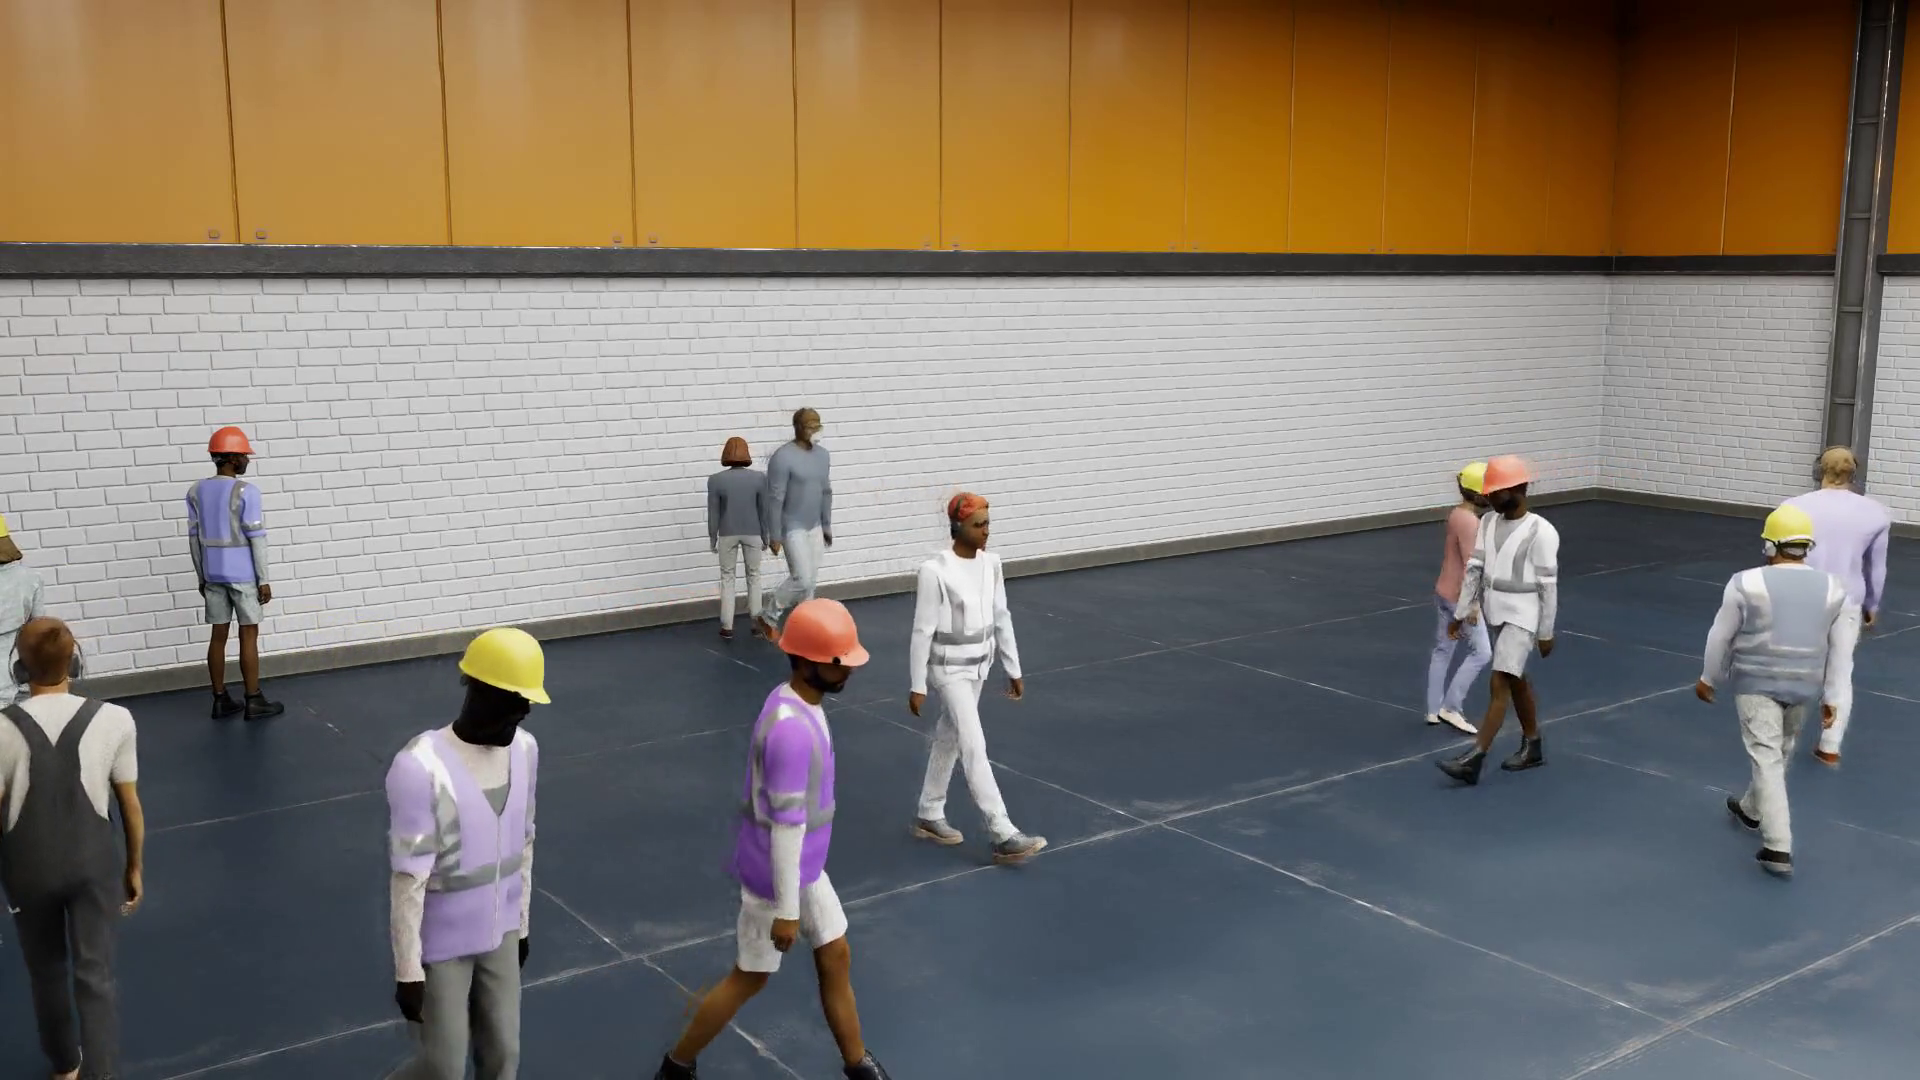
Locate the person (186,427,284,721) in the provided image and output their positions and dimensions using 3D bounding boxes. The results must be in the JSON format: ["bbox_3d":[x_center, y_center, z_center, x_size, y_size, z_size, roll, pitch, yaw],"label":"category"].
[{"bbox_3d":[-4.774,0.221,10.952,0.549,1.932,0.373,3,10,16],"label":"person"}]

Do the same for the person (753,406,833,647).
[{"bbox_3d":[-1.250,-0.072,12.789,0.497,1.923,0.647,6,11,31],"label":"person"}]

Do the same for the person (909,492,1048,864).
[{"bbox_3d":[0.110,0.690,8.329,0.942,1.839,0.611,7,12,37],"label":"person"}]

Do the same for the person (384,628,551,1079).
[{"bbox_3d":[-1.582,1.191,5.130,0.672,1.880,0.644,5,11,30],"label":"person"}]

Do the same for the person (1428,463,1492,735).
[{"bbox_3d":[3.202,0.377,10.567,0.396,1.742,0.619,1,9,5],"label":"person"}]

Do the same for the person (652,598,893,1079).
[{"bbox_3d":[-0.641,1.107,5.710,0.982,1.879,0.608,1,9,3],"label":"person"}]

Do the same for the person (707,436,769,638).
[{"bbox_3d":[-1.783,-0.020,13.393,0.493,1.625,0.280,-1,9,-9],"label":"person"}]

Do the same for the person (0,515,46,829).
[{"bbox_3d":[-4.933,0.704,8.562,0.315,1.740,0.492,4,10,24],"label":"person"}]

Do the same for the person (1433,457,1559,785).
[{"bbox_3d":[3.093,0.466,9.627,0.952,1.879,0.541,-4,10,-21],"label":"person"}]

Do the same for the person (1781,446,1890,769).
[{"bbox_3d":[5.232,0.371,10.116,0.652,1.900,0.920,2,10,14],"label":"person"}]

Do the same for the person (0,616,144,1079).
[{"bbox_3d":[-3.050,1.157,5.658,0.535,1.791,0.969,-6,11,-31],"label":"person"}]

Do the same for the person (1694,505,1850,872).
[{"bbox_3d":[4.089,0.719,8.368,0.604,1.787,0.956,0,9,1],"label":"person"}]
